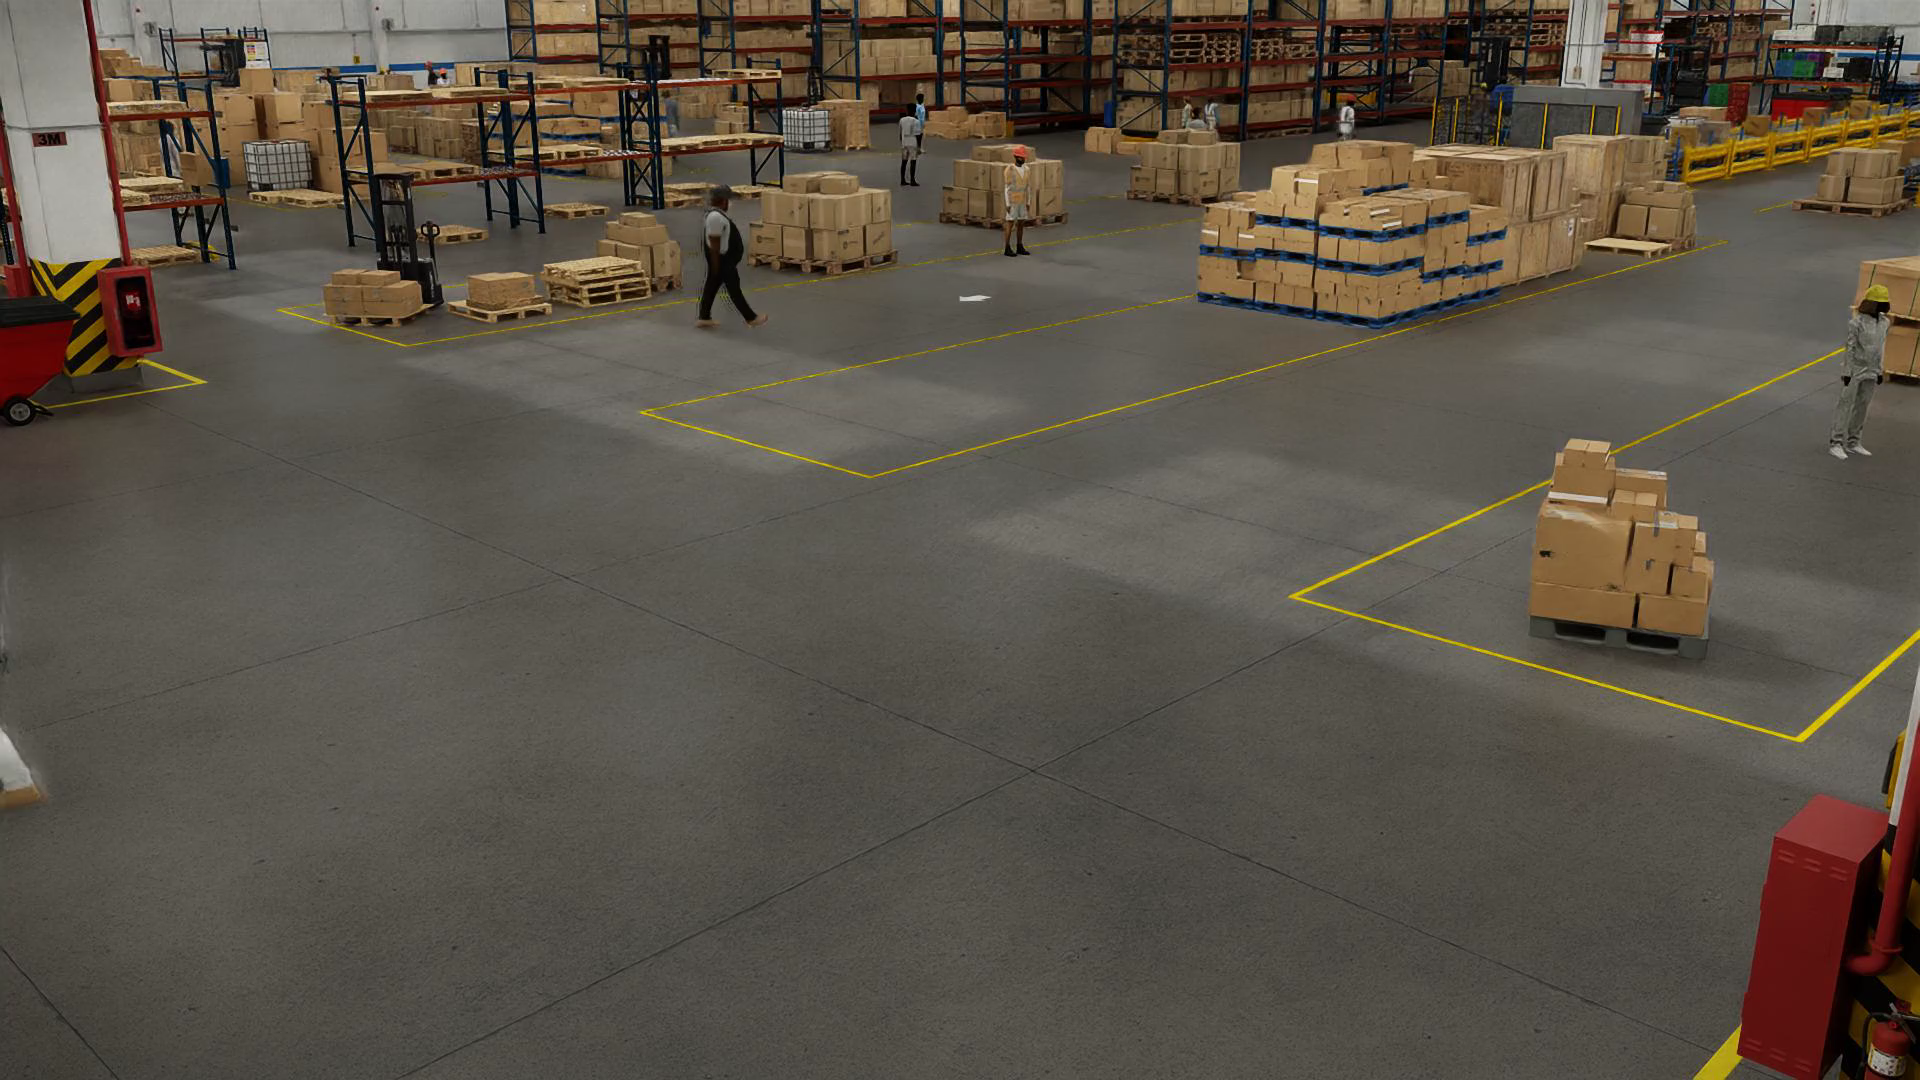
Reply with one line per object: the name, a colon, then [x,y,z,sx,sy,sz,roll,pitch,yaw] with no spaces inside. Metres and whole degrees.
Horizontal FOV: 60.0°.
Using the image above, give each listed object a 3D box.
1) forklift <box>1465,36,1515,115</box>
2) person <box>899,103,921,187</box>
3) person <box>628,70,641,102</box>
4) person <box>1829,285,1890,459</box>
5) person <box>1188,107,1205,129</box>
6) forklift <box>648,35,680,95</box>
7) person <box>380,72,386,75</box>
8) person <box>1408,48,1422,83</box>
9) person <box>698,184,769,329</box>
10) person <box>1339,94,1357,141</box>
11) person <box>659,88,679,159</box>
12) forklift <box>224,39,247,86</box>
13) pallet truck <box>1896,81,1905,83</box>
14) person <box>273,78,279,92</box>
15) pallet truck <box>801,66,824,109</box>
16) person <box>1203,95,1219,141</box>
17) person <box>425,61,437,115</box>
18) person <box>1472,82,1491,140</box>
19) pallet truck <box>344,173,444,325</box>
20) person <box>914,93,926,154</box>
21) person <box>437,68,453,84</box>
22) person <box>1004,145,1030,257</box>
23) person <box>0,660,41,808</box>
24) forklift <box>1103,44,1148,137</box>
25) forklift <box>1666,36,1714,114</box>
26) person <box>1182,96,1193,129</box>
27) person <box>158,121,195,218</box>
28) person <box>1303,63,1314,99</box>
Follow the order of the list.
forklift: [19.973,-17.201,61.605,1.873,2.768,1.129,16,24,40]
person: [-1.179,-9.370,39.465,0.606,1.957,0.383,14,23,36]
person: [-11.059,-14.866,56.095,0.592,1.912,0.385,-9,20,-25]
person: [9.035,-1.681,16.625,0.487,1.744,0.294,-6,19,-19]
person: [5.527,-9.325,39.486,0.546,1.843,0.701,-14,23,-35]
forklift: [-11.418,-17.851,63.565,1.129,2.768,1.873,17,25,41]
person: [-19.557,-14.996,56.645,0.446,1.816,0.674,-4,19,-13]
person: [21.589,-22.403,78.909,0.624,1.841,0.430,2,18,6]
person: [-3.200,-3.927,22.924,1.003,2.000,0.703,-3,19,-8]
person: [10.200,-10.807,43.896,0.909,1.898,0.555,-4,19,-13]
person: [-8.021,-11.394,45.594,0.649,1.929,0.442,-6,19,-16]
forklift: [-25.527,-16.311,58.924,1.129,2.768,1.873,17,25,41]
pallet truck: [34.802,-16.331,61.455,0.653,1.274,1.630,17,25,41]
person: [-20.964,-13.181,50.967,0.627,1.940,0.372,17,25,41]
pallet truck: [-4.812,-15.182,56.903,0.823,1.965,1.885,-9,21,-26]
person: [7.260,-12.050,48.101,0.858,1.585,0.523,-9,21,-26]
person: [-19.574,-16.819,61.932,1.030,1.945,0.632,-6,19,-19]
person: [16.205,-13.344,51.735,0.540,1.756,0.448,3,19,9]
pallet truck: [-8.209,-4.181,23.757,0.823,1.965,1.885,3,19,9]
person: [-1.156,-11.846,47.334,0.322,1.689,0.530,7,20,21]
person: [-17.626,-15.185,57.047,0.572,1.921,0.379,-4,19,-10]
person: [1.029,-5.945,29.191,0.542,1.928,0.399,-14,23,-37]
person: [-5.770,0.675,9.448,0.966,1.795,0.631,1,18,3]
forklift: [5.543,-14.354,53.028,1.129,2.768,1.873,17,25,41]
forklift: [27.341,-17.291,61.877,1.129,2.768,1.873,17,25,41]
person: [6.428,-11.732,47.073,0.309,1.638,0.511,7,20,20]
person: [-16.140,-7.610,34.181,0.635,1.940,0.366,12,22,32]
person: [13.349,-17.358,63.416,0.621,2.021,0.632,-4,19,-12]
